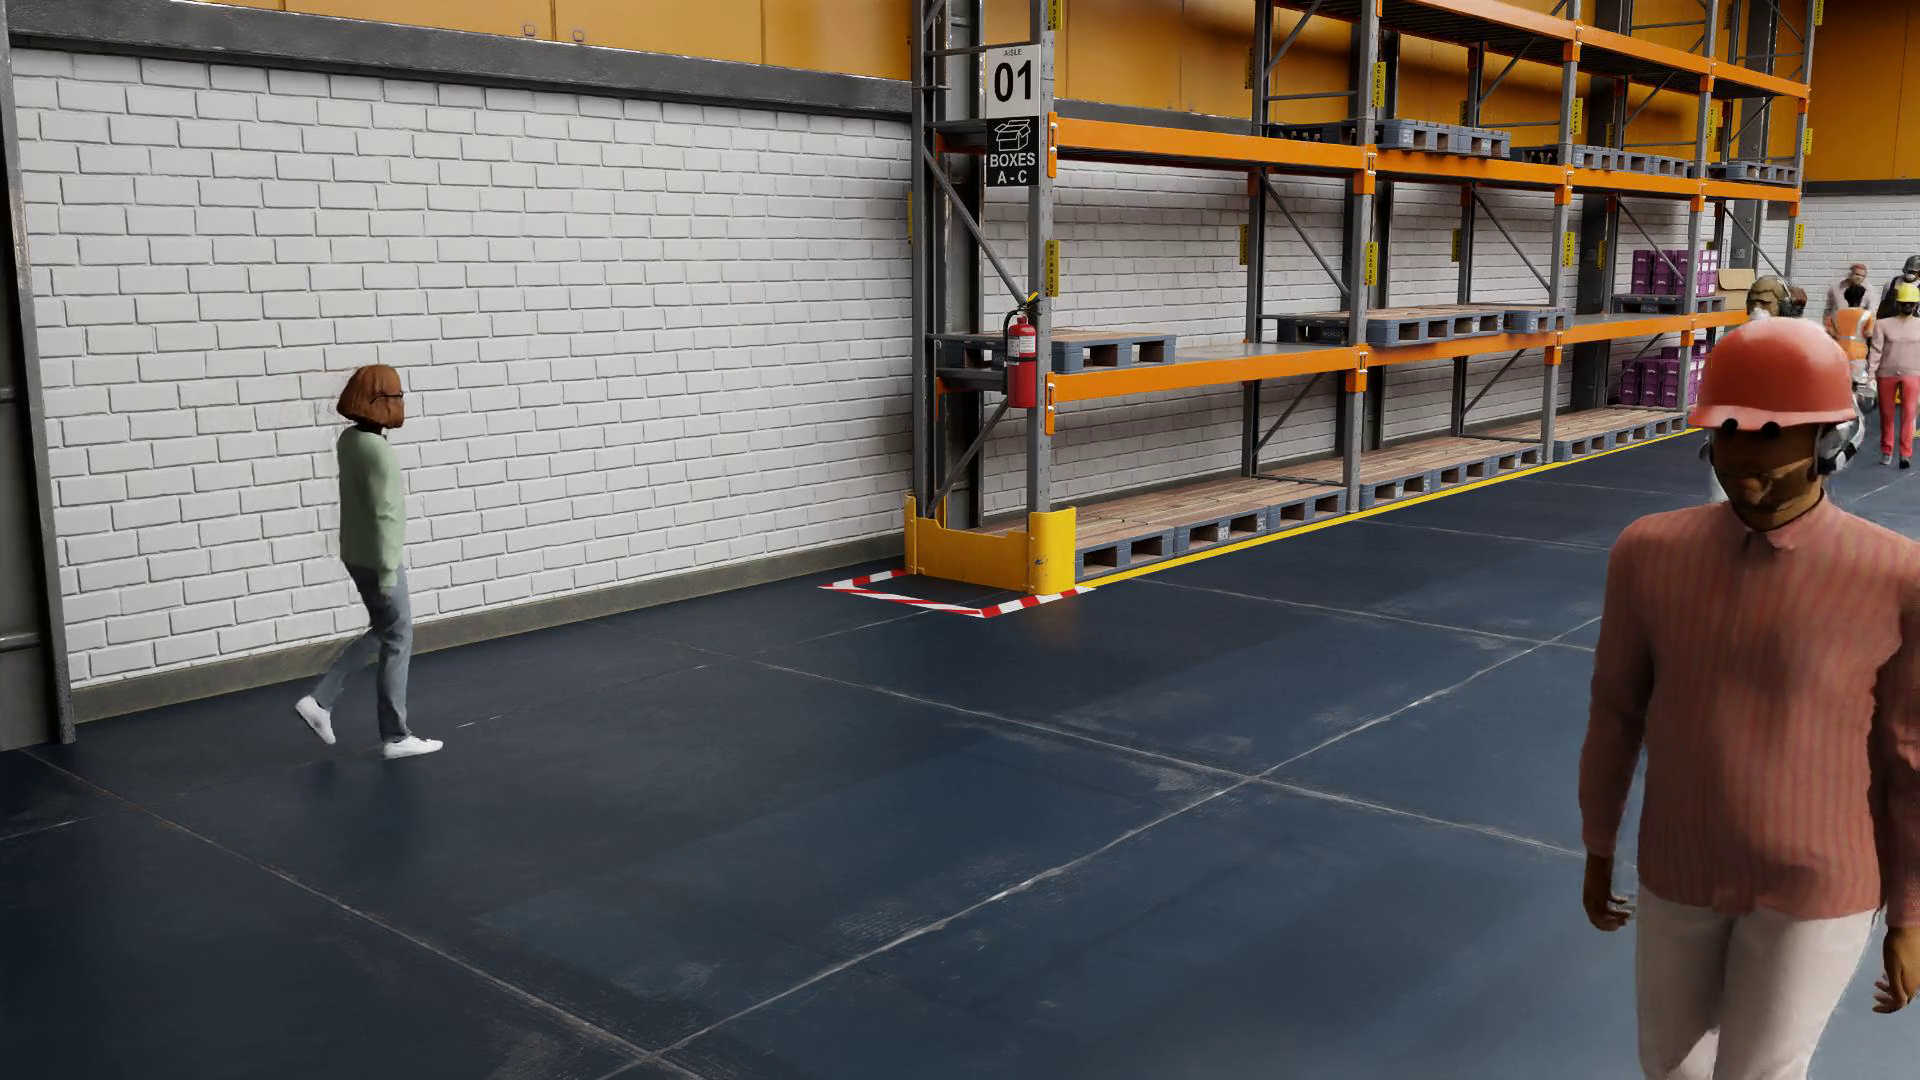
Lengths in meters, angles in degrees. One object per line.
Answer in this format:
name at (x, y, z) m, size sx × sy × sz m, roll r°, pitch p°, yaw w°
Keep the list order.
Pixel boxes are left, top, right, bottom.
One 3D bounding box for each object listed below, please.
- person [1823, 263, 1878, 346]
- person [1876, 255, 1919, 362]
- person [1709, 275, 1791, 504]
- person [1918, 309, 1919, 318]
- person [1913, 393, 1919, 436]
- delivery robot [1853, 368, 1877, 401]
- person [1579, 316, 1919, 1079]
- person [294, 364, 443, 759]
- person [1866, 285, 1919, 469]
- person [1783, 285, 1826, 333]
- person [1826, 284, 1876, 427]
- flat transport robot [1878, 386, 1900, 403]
person at (12.342, -2.902, 23.096) m, size 0.681 × 1.867 × 0.524 m, roll 8°, pitch 13°, yaw 37°
person at (12.978, -2.946, 22.853) m, size 0.725 × 2.000 × 0.746 m, roll -7°, pitch 12°, yaw -36°
person at (4.544, -0.526, 9.454) m, size 0.630 × 1.914 × 0.434 m, roll 9°, pitch 14°, yaw 43°
person at (12.897, -2.671, 21.824) m, size 0.588 × 1.861 × 0.614 m, roll 9°, pitch 14°, yaw 43°
person at (10.276, -1.806, 17.558) m, size 0.524 × 1.624 × 0.616 m, roll 3°, pitch 10°, yaw 18°
delivery robot at (11.561, -1.994, 21.378) m, size 0.477 × 0.478 × 0.707 m, roll 4°, pitch 11°, yaw 24°
person at (1.473, 0.572, 3.051) m, size 0.837 × 1.969 × 0.625 m, roll -9°, pitch 13°, yaw -42°
person at (-2.392, 0.103, 6.680) m, size 0.458 × 1.617 × 0.518 m, roll -8°, pitch 13°, yaw -37°
person at (8.850, -1.528, 15.684) m, size 0.532 × 1.727 × 0.887 m, roll 6°, pitch 12°, yaw 31°
person at (5.715, -0.861, 11.643) m, size 0.666 × 1.819 × 0.593 m, roll 4°, pitch 11°, yaw 23°
person at (10.148, -2.098, 19.074) m, size 0.718 × 1.664 × 0.543 m, roll -8°, pitch 13°, yaw -37°
flat transport robot at (12.763, -1.968, 22.323) m, size 0.652 × 0.197 × 1.431 m, roll 8°, pitch 13°, yaw 38°
